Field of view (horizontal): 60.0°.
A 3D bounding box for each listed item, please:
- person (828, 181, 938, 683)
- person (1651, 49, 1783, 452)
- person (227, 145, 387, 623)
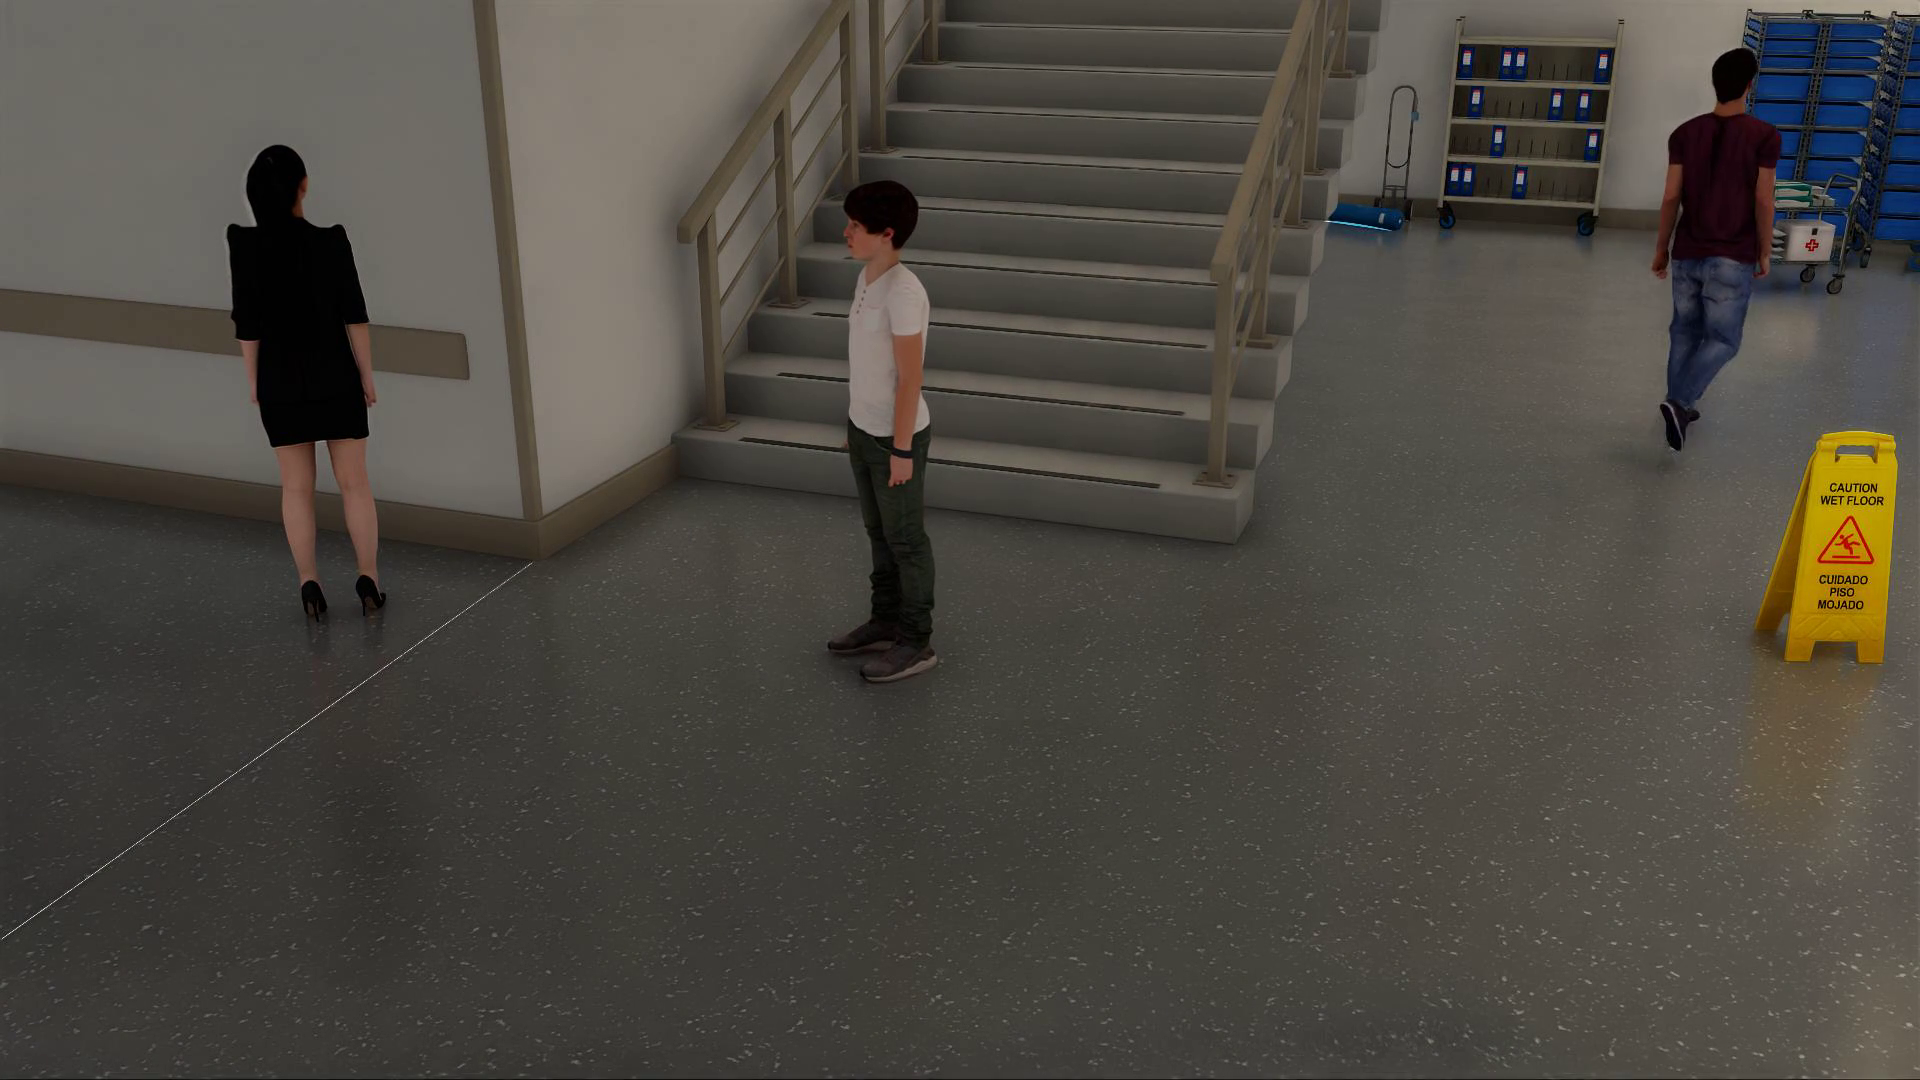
[{"bbox_3d":[-0.231,-0.353,5.467,0.727,1.654,0.664,-9,22,-22],"label":"person"},{"bbox_3d":[3.500,-1.322,7.780,0.929,1.829,1.134,18,27,40],"label":"person"},{"bbox_3d":[-2.302,-0.539,5.899,0.682,1.697,0.694,-4,21,-10],"label":"person"}]
